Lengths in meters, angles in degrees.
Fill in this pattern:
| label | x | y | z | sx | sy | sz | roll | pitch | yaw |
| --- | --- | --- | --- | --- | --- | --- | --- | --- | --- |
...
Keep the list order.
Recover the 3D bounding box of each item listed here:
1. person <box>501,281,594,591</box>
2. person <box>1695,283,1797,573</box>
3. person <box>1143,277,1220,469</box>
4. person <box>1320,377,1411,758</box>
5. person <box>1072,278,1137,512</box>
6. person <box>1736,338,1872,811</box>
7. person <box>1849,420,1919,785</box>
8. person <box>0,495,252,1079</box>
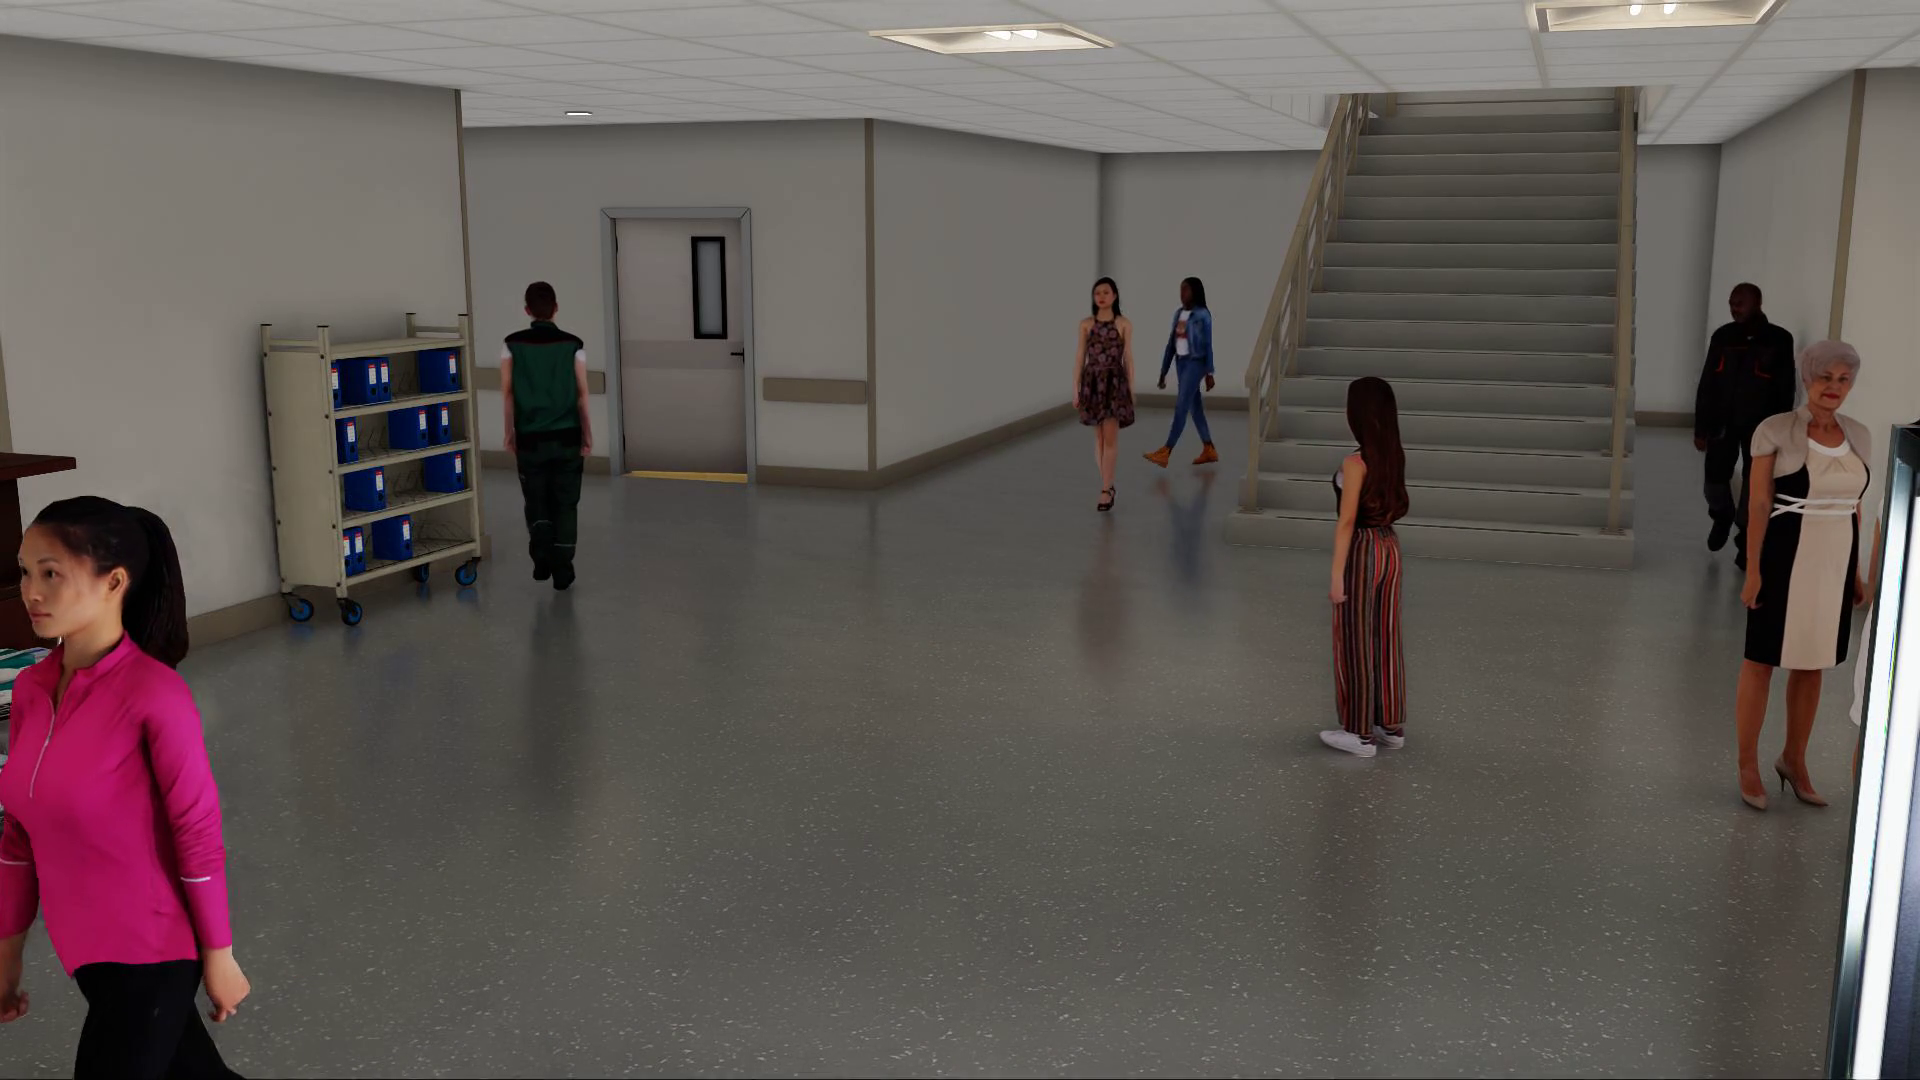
| label | x | y | z | sx | sy | sz | roll | pitch | yaw |
| --- | --- | --- | --- | --- | --- | --- | --- | --- | --- |
| person | -2.441 | -0.595 | 9.810 | 0.811 | 1.826 | 0.853 | -1 | 11 | -6 |
| person | 4.993 | -0.731 | 10.605 | 0.813 | 1.798 | 0.973 | 6 | 12 | 27 |
| person | 2.117 | -1.455 | 14.762 | 1.224 | 1.671 | 1.085 | -7 | 13 | -32 |
| person | 1.687 | 0.098 | 6.875 | 0.576 | 1.559 | 0.687 | -9 | 14 | -41 |
| person | 1.116 | -1.088 | 12.605 | 0.654 | 1.753 | 0.791 | 3 | 11 | 17 |
| person | 3.131 | 0.127 | 6.205 | 0.707 | 1.753 | 0.685 | -1 | 11 | -6 |
| person | 3.214 | 0.345 | 5.580 | 0.701 | 1.556 | 0.632 | -4 | 12 | -21 |
| person | -1.475 | 0.762 | 3.129 | 0.688 | 1.652 | 1.169 | 5 | 12 | 26 |
